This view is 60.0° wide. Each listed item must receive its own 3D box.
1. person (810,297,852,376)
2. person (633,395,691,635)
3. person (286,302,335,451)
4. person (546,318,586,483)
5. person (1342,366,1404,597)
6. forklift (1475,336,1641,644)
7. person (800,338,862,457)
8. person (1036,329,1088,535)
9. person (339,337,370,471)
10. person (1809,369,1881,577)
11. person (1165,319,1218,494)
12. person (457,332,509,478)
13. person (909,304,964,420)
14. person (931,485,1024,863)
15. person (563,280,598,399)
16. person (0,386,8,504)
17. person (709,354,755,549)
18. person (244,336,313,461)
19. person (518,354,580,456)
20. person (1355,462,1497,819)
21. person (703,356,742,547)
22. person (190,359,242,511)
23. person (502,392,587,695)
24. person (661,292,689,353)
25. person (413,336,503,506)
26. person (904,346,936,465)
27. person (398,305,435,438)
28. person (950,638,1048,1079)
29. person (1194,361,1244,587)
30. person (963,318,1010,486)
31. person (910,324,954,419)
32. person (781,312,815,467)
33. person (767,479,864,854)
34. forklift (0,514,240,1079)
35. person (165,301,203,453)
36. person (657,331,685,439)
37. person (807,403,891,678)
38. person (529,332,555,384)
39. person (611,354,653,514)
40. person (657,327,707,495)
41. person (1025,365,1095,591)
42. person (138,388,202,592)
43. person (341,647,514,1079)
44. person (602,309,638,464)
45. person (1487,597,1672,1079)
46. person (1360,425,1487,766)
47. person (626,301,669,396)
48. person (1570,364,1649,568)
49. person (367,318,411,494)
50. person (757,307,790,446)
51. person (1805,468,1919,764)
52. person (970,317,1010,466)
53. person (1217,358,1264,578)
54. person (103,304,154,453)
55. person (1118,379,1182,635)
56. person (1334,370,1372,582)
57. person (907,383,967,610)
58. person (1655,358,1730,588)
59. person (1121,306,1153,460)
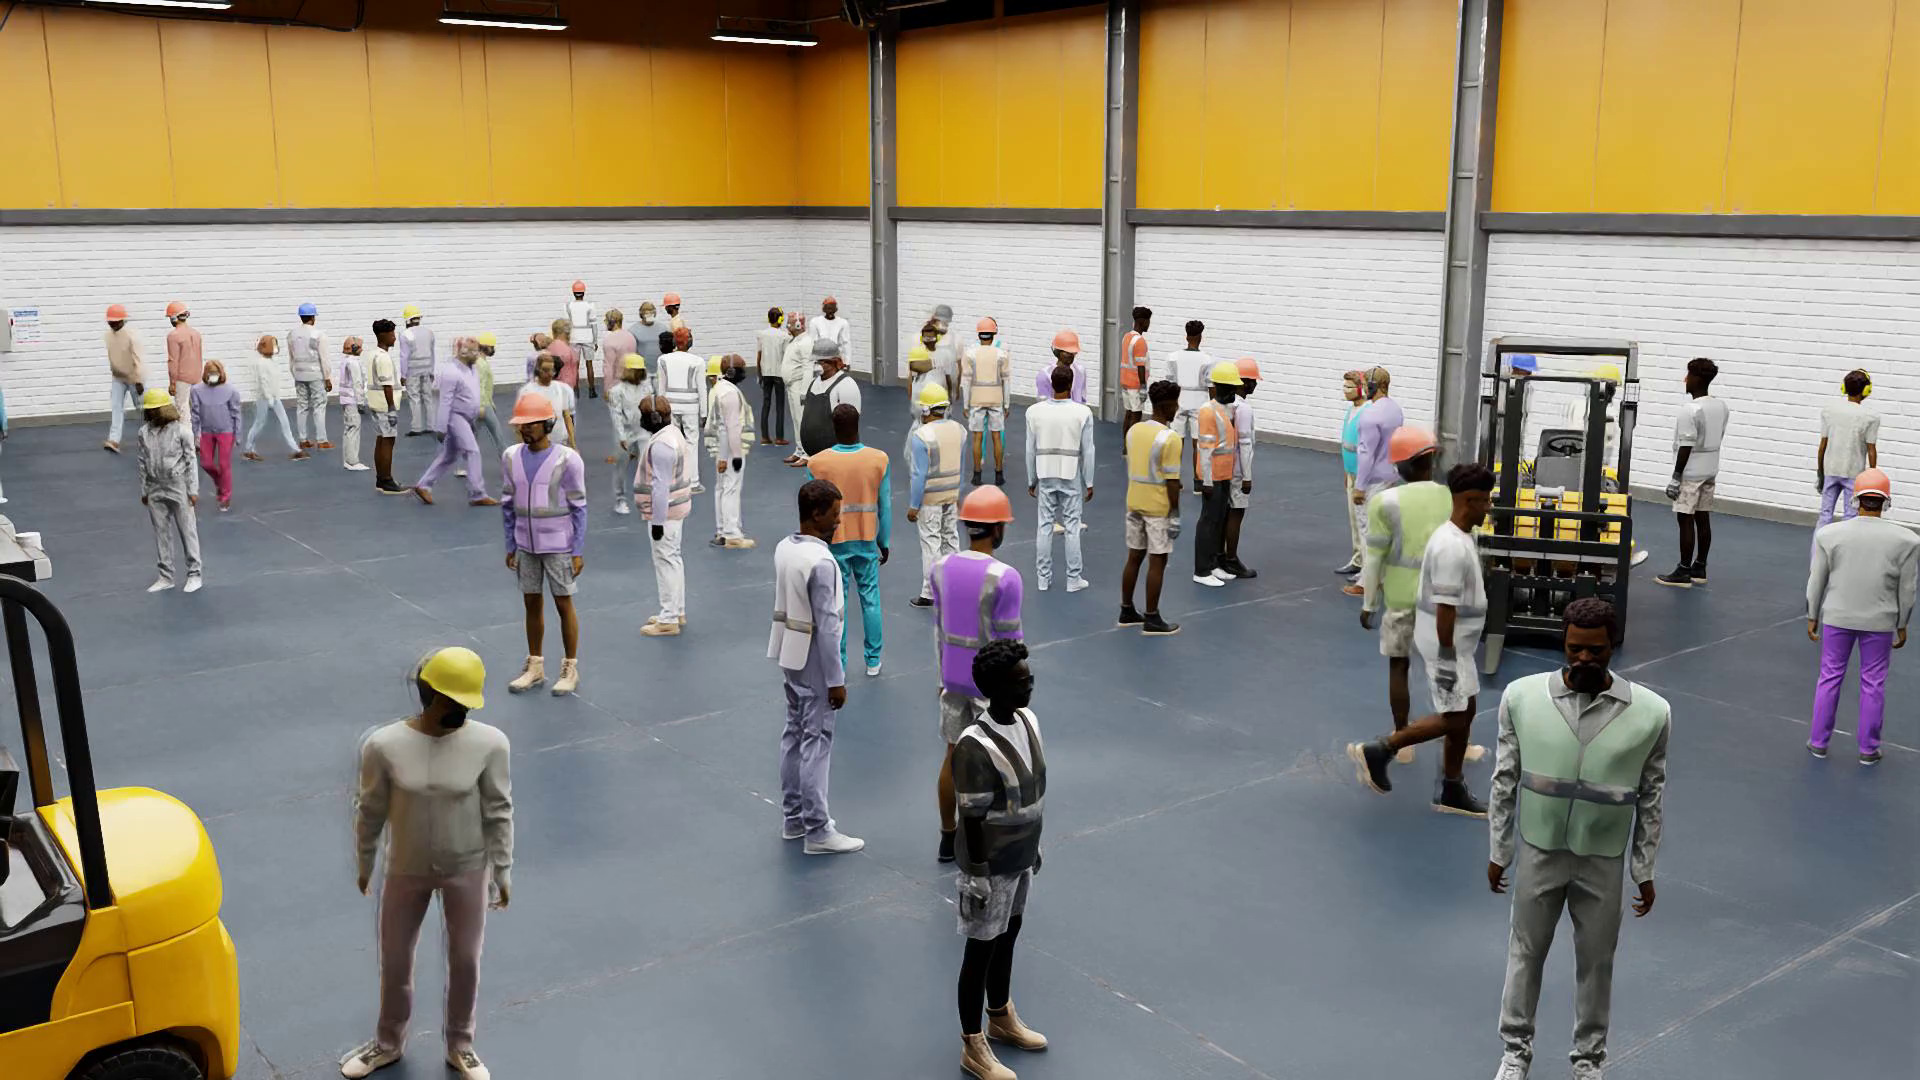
[{"bbox_3d":[-1.910,-2.610,24.295,0.657,1.851,0.752,-1,12,-4],"label":"person"},{"bbox_3d":[-2.269,-0.196,12.707,0.429,1.831,0.635,-1,12,-3],"label":"person"},{"bbox_3d":[-8.500,-2.135,21.806,0.606,1.940,0.420,4,12,17],"label":"person"},{"bbox_3d":[-4.639,-1.601,19.312,0.384,1.907,0.710,-5,13,-22],"label":"person"},{"bbox_3d":[3.463,-0.483,13.853,0.374,1.929,0.636,8,14,35],"label":"person"},{"bbox_3d":[4.683,-0.471,13.136,1.214,2.155,2.313,4,12,20],"label":"forklift"},{"bbox_3d":[-1.230,-0.881,15.492,0.536,2.000,0.684,-9,15,-38],"label":"person"},{"bbox_3d":[1.033,-1.063,16.407,0.612,2.031,0.403,-9,15,-38],"label":"person"},{"bbox_3d":[-7.386,-1.657,20.251,0.323,1.630,0.505,-7,14,-31],"label":"person"},{"bbox_3d":[7.576,-0.528,14.223,0.331,1.864,0.509,-9,15,-38],"label":"person"},{"bbox_3d":[2.586,-1.487,18.632,0.599,1.958,0.378,4,12,20],"label":"person"},{"bbox_3d":[-5.571,-1.592,19.702,0.899,1.709,0.535,-5,13,-23],"label":"person"},{"bbox_3d":[-0.304,-1.969,20.742,0.726,2.000,0.766,-3,12,-12],"label":"person"},{"bbox_3d":[0.108,0.687,8.202,0.544,1.928,0.403,10,16,41],"label":"person"},{"bbox_3d":[-6.236,-3.296,27.392,0.547,1.942,0.351,-1,12,-7],"label":"person"},{"bbox_3d":[-10.552,-1.179,17.926,0.528,1.630,0.319,-2,12,-12],"label":"person"},{"bbox_3d":[-2.162,-0.844,15.834,0.430,1.838,0.656,-4,12,-18],"label":"person"},{"bbox_3d":[-8.666,-1.773,20.891,0.856,1.588,0.518,1,12,5],"label":"person"},{"bbox_3d":[-4.043,-0.928,16.341,0.982,1.794,0.502,11,16,43],"label":"person"},{"bbox_3d":[2.552,0.538,8.902,0.666,1.927,0.624,5,13,22],"label":"person"},{"bbox_3d":[-2.235,-0.846,15.867,0.403,1.820,0.602,0,12,-2],"label":"person"},{"bbox_3d":[-7.897,-1.129,17.700,0.517,1.614,0.413,-2,12,-8],"label":"person"},{"bbox_3d":[-2.781,0.030,11.084,0.609,2.043,0.397,4,12,18],"label":"person"},{"bbox_3d":[-4.128,-2.622,24.163,0.376,1.933,0.545,-2,12,-8],"label":"person"},{"bbox_3d":[-5.474,-1.272,17.870,0.950,1.853,0.648,0,12,-1],"label":"person"},{"bbox_3d":[-0.398,-1.233,17.964,0.383,1.726,0.493,-5,13,-24],"label":"person"},{"bbox_3d":[-7.503,-2.319,22.946,0.404,1.828,0.602,7,13,29],"label":"person"},{"bbox_3d":[0.156,1.196,6.290,0.318,1.700,0.535,6,13,26],"label":"person"},{"bbox_3d":[2.228,-0.572,14.273,0.382,1.924,0.594,6,13,28],"label":"person"},{"bbox_3d":[0.302,-1.590,19.169,0.550,1.933,0.374,0,12,-2],"label":"person"},{"bbox_3d":[-0.329,-1.588,19.353,0.510,1.861,0.324,0,12,0],"label":"person"},{"bbox_3d":[-2.007,-1.863,20.559,0.407,1.906,0.655,-4,12,-19],"label":"person"},{"bbox_3d":[-0.763,0.640,8.459,0.395,1.913,0.587,-6,13,-26],"label":"person"},{"bbox_3d":[-3.687,1.115,5.480,2.313,2.155,1.214,-9,15,-36],"label":"forklift"},{"bbox_3d":[-9.946,-2.060,21.340,0.407,1.981,0.625,2,12,9],"label":"person"},{"bbox_3d":[-3.507,-1.692,20.236,0.318,1.698,0.539,-8,14,-33],"label":"person"},{"bbox_3d":[-0.762,0.012,11.488,0.589,1.914,0.392,-3,12,-16],"label":"person"},{"bbox_3d":[-5.087,-1.768,20.604,0.529,1.696,0.384,-6,13,-27],"label":"person"},{"bbox_3d":[-3.364,-1.074,17.245,0.487,1.697,0.903,-8,14,-35],"label":"person"},{"bbox_3d":[-3.096,-1.441,18.607,0.568,1.878,0.351,2,12,12],"label":"person"},{"bbox_3d":[0.843,-0.514,14.015,0.591,1.919,0.390,4,12,17],"label":"person"},{"bbox_3d":[-6.653,-0.415,13.967,0.492,1.740,0.324,1,12,5],"label":"person"},{"bbox_3d":[-1.966,1.215,6.138,0.646,1.720,0.441,-3,12,-12],"label":"person"},{"bbox_3d":[-4.246,-1.917,20.777,0.372,1.931,0.631,5,13,21],"label":"person"},{"bbox_3d":[2.223,1.137,6.043,0.594,1.919,0.388,4,12,18],"label":"person"},{"bbox_3d":[2.760,0.347,9.703,0.829,1.996,0.382,2,12,7],"label":"person"},{"bbox_3d":[-4.160,-2.227,22.273,0.637,1.929,0.368,-8,14,-34],"label":"person"},{"bbox_3d":[5.597,-0.613,14.627,1.028,1.858,0.603,-3,12,-16],"label":"person"},{"bbox_3d":[-6.442,-1.501,18.666,0.363,1.963,0.612,-7,14,-31],"label":"person"},{"bbox_3d":[-2.482,-2.179,22.216,0.532,1.856,0.330,4,12,20],"label":"person"},{"bbox_3d":[5.300,0.444,9.810,0.567,1.743,0.354,7,14,32],"label":"person"},{"bbox_3d":[0.361,-1.836,20.576,0.506,1.847,0.345,-2,12,-11],"label":"person"},{"bbox_3d":[2.436,-0.626,14.532,0.388,1.930,0.544,-2,12,-12],"label":"person"},{"bbox_3d":[-10.893,-2.121,21.756,0.627,1.927,1.010,4,12,18],"label":"person"},{"bbox_3d":[1.485,-0.253,12.693,0.392,1.953,0.614,-7,14,-31],"label":"person"},{"bbox_3d":[3.491,-0.558,14.450,0.400,1.835,0.562,-1,12,-5],"label":"person"},{"bbox_3d":[-0.208,-0.352,13.437,0.403,1.834,0.589,10,15,40],"label":"person"},{"bbox_3d":[6.262,-0.576,14.198,0.602,1.966,0.368,-8,14,-35],"label":"person"},{"bbox_3d":[2.229,-1.968,20.965,0.388,1.953,0.610,-3,12,-12],"label":"person"}]
